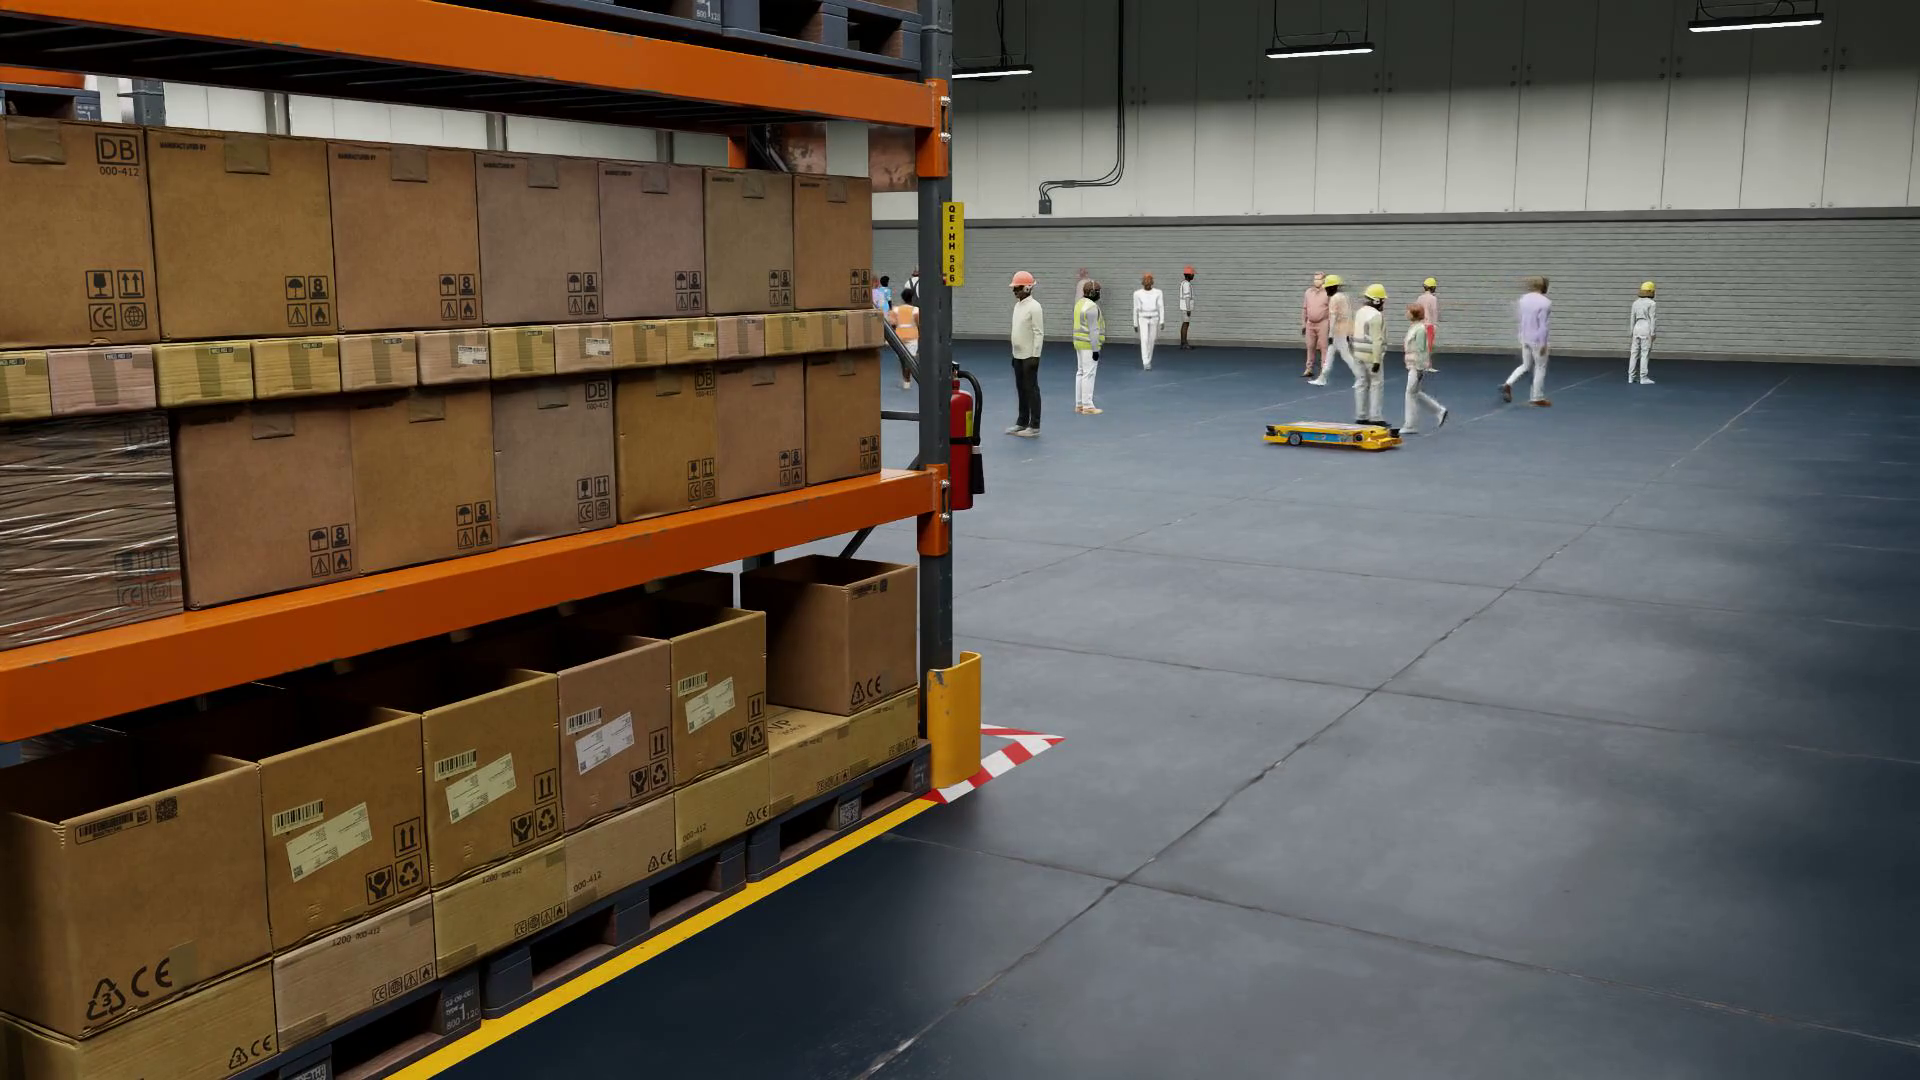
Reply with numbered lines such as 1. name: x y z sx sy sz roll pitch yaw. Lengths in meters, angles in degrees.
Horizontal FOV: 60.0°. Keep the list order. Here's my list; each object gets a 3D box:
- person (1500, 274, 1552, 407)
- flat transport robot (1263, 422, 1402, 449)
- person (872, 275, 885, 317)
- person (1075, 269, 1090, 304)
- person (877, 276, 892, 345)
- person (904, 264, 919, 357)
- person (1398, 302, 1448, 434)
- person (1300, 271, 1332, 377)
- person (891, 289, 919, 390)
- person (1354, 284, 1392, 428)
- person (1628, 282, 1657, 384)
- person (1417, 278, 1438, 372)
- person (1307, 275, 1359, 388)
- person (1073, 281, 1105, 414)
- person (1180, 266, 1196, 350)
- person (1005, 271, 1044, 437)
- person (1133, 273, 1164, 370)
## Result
1. person: 8.207 -2.864 23.943 0.708 1.923 0.632 -4 10 -20
2. flat transport robot: 4.285 -1.219 19.151 1.431 0.197 0.652 7 12 35
3. person: -1.702 -4.189 32.057 0.594 1.796 0.782 5 11 29
4. person: 3.042 -5.763 41.094 0.396 1.874 0.753 5 11 25
5. person: -1.849 -5.603 40.661 0.532 1.693 0.319 9 13 44
6. person: -0.831 -4.918 35.633 0.673 2.000 0.535 8 12 38
7. person: 5.669 -2.106 20.356 0.591 1.620 0.531 1 10 7
8. person: 6.410 -3.853 29.798 0.652 1.904 0.403 8 12 39
9. person: -0.847 -3.272 27.146 0.545 1.643 0.887 2 10 13
10. person: 5.223 -2.329 21.099 0.442 1.822 0.610 -2 10 -14
11. person: 11.726 -3.550 28.502 0.325 1.740 0.492 -5 11 -26
12. person: 8.794 -4.035 31.268 0.314 1.768 0.527 -5 11 -26
13. person: 6.324 -3.449 27.571 1.000 1.874 0.637 4 10 22
14. person: 1.787 -2.653 22.987 0.429 1.835 0.630 -2 10 -14
15. person: 5.318 -5.411 38.824 0.361 1.938 0.545 0 10 0
16. person: 0.779 -2.249 20.139 0.397 1.992 0.623 -4 11 -25
17. person: 3.611 -4.208 32.012 0.574 1.861 0.893 -1 10 -5
